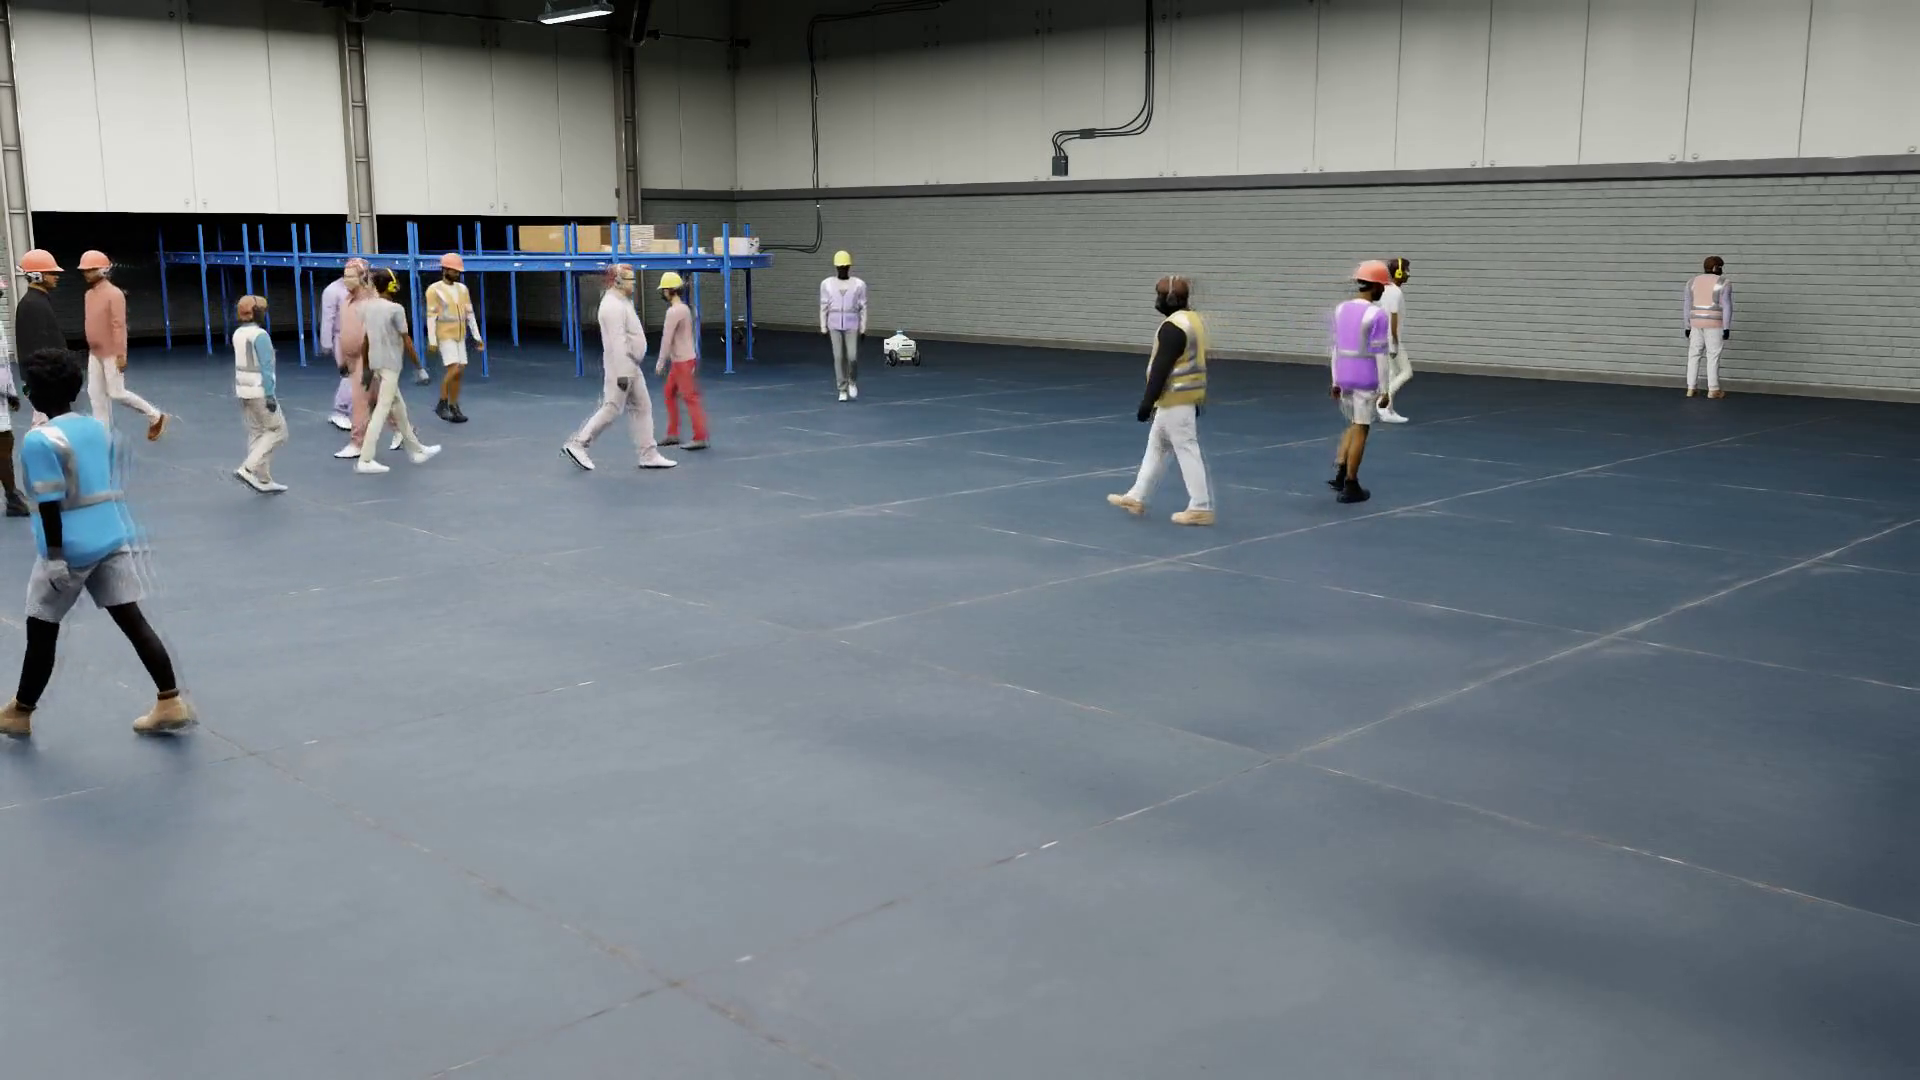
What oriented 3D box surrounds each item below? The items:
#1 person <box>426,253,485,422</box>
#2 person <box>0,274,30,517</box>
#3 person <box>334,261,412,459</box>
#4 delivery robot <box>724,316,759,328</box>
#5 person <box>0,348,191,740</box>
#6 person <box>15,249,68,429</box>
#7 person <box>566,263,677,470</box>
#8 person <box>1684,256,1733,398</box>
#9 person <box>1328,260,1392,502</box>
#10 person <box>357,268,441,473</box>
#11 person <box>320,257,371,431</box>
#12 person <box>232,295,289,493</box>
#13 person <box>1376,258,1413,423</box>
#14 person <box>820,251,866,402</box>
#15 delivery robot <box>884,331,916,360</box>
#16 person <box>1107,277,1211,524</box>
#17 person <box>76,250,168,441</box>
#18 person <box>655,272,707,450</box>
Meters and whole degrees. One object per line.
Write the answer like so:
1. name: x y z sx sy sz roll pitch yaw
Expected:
1. person: -5.723 -2.288 18.866 0.473 1.914 0.555 5 12 27
2. person: -7.431 -1.133 12.592 0.800 1.912 0.563 -2 11 -9
3. person: -5.736 -1.769 16.162 0.658 1.872 0.936 8 13 36
4. delivery robot: -4.262 -4.249 32.406 0.698 0.223 0.335 5 12 25
5. person: -3.705 0.023 6.968 0.887 1.645 0.548 1 10 6
6. person: -7.365 -1.332 13.411 0.388 1.996 0.612 -6 12 -28
7. person: -3.103 -1.565 15.036 0.933 1.872 0.654 0 10 -2
8. person: 9.816 -2.795 21.826 0.430 1.841 0.624 -8 13 -37
9. person: 3.206 -1.264 13.261 0.419 1.916 0.568 -6 12 -30
10. person: -5.120 -1.538 15.043 0.537 1.815 0.994 8 13 36
11. person: -6.603 -2.130 18.099 0.541 1.868 0.686 5 11 24
12. person: -5.720 -1.175 13.532 0.543 1.625 0.373 10 14 43
13. person: 4.947 -2.259 18.855 0.373 1.855 0.530 0 10 -1
14. person: -1.496 -2.726 21.233 0.598 1.908 0.421 0 10 -1
15. delivery robot: -0.994 -3.197 27.375 0.477 0.478 0.707 -4 11 -21
16. person: 1.477 -1.030 12.303 0.902 1.800 0.633 3 11 18
17. person: -8.333 -1.865 16.398 0.622 1.974 0.770 7 13 34
18. person: -2.841 -1.762 16.442 0.705 1.739 0.540 0 10 2
